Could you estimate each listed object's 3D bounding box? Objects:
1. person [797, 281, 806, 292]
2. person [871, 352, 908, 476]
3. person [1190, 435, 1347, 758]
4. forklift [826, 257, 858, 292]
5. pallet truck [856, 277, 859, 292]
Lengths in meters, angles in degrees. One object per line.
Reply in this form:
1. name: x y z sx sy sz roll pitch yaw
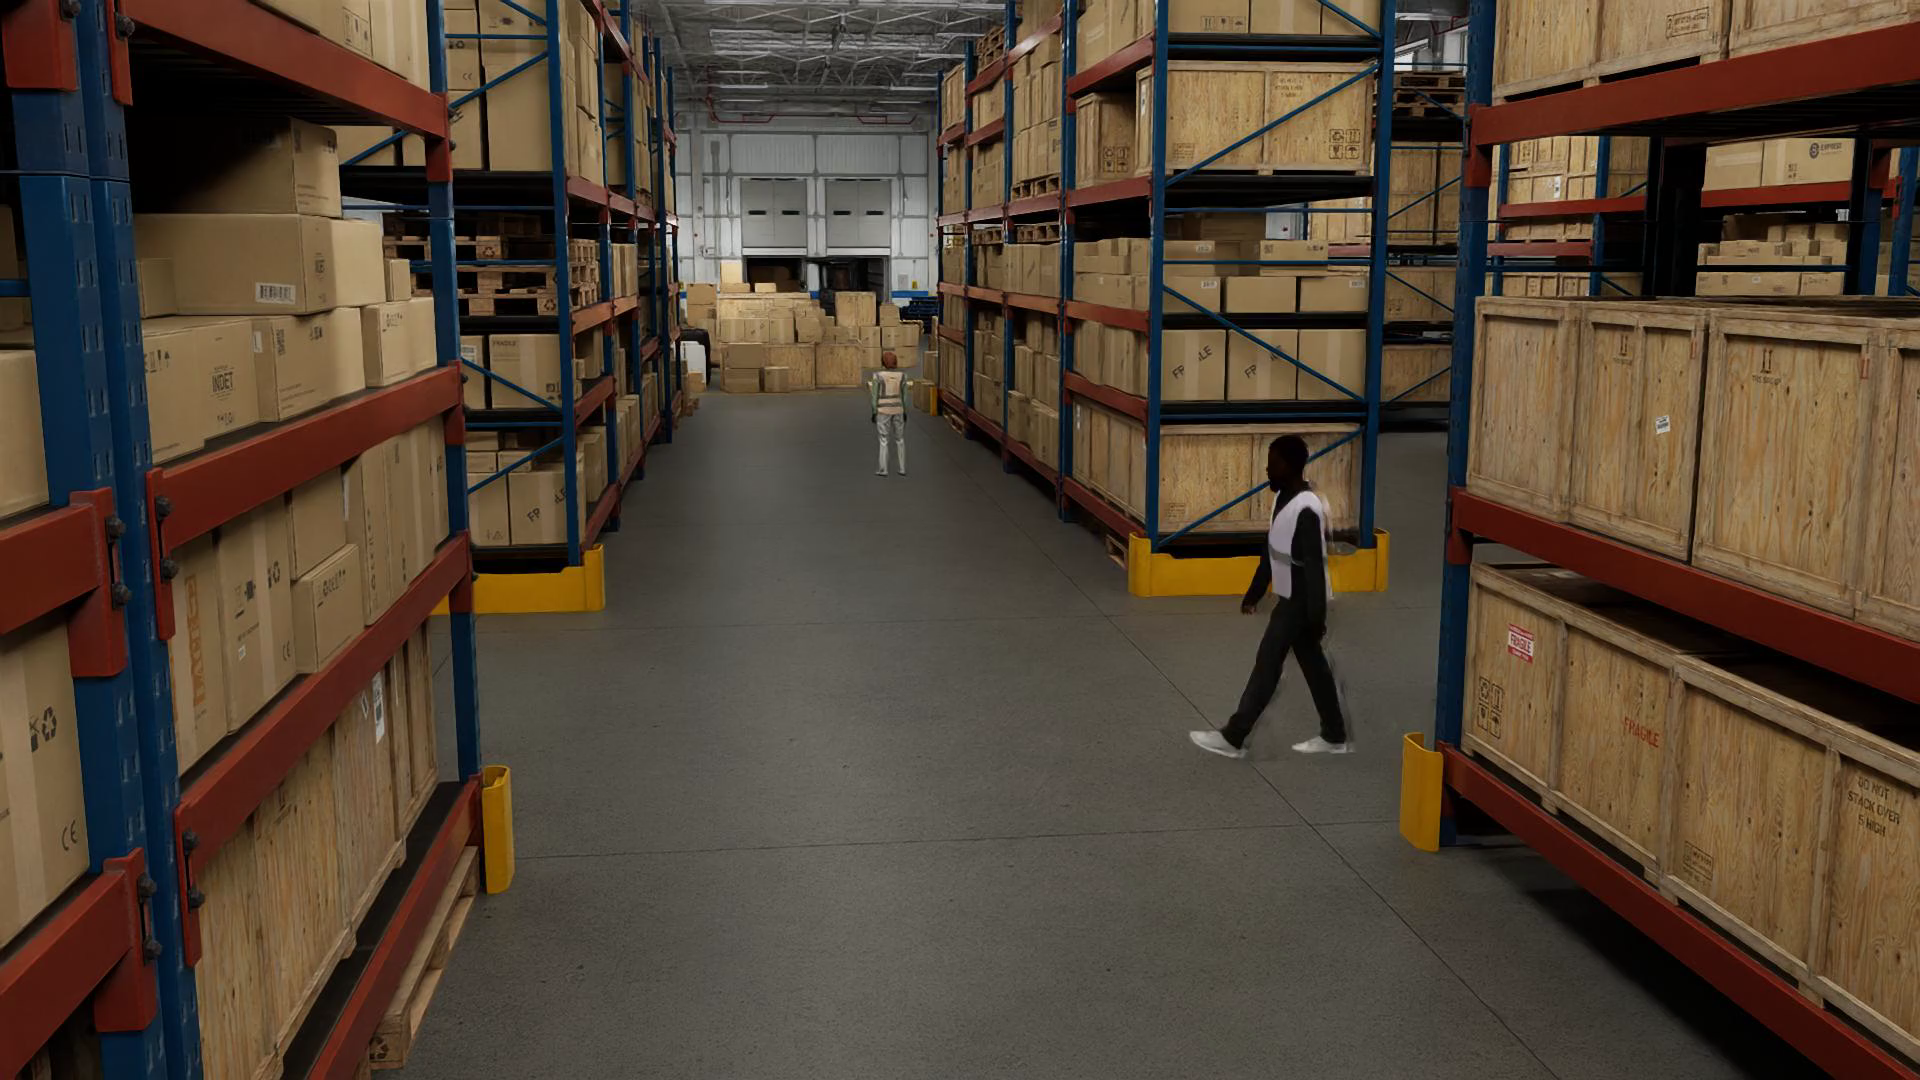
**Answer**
1. person: -5.743 -8.434 60.402 0.373 1.941 0.627 -3 10 -17
2. person: -0.918 -1.648 21.810 0.518 1.629 0.314 -5 11 -25
3. person: 1.807 0.335 9.553 0.986 1.872 0.599 0 10 3
4. forklift: -3.405 -6.789 48.088 1.129 2.768 1.873 6 12 33
5. pallet truck: -3.782 -9.391 65.808 1.885 1.965 0.823 2 10 10
